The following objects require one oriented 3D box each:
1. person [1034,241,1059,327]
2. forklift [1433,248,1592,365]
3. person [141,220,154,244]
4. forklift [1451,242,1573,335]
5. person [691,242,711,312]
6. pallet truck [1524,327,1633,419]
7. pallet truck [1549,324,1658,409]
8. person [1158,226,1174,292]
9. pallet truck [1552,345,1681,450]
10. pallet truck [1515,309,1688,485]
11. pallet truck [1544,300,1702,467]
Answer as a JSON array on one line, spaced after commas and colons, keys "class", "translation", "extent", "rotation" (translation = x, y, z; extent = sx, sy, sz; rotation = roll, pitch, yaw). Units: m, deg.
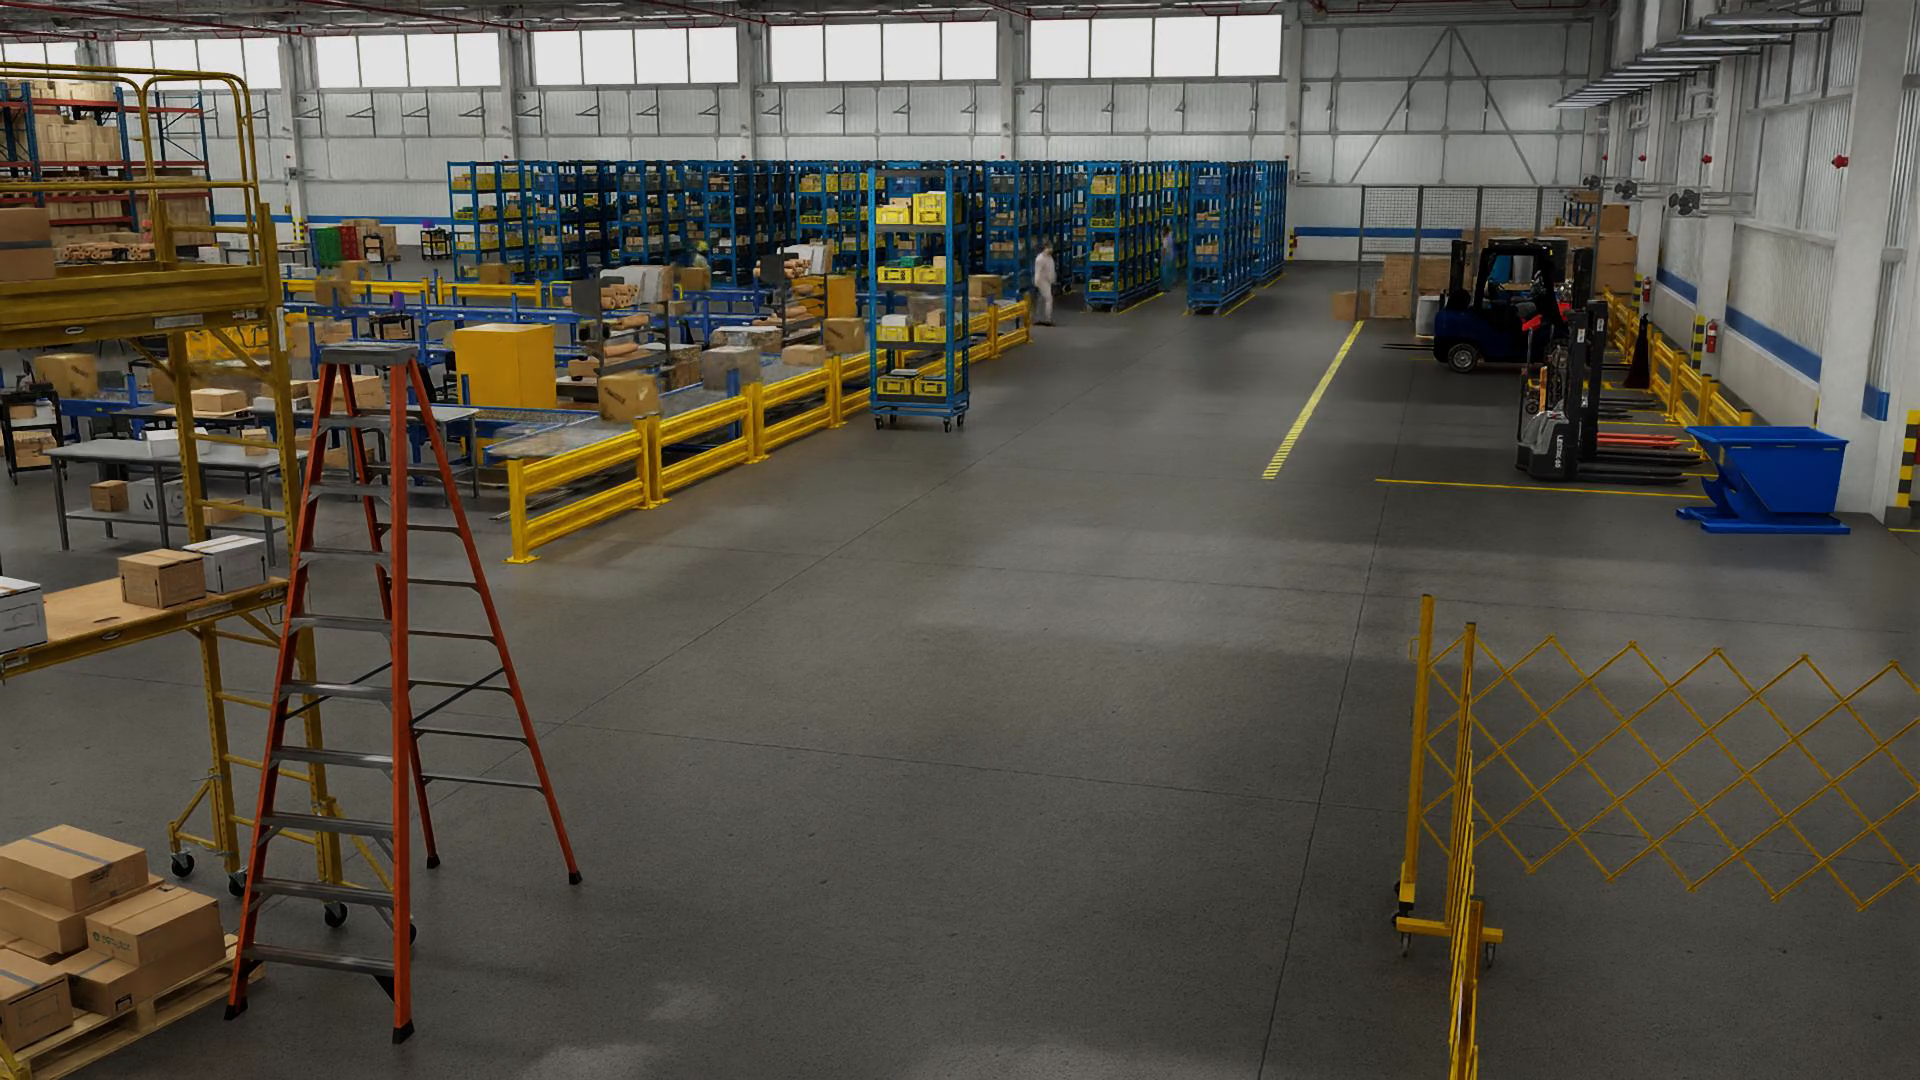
[{"class": "person", "translation": [2.007, -5.712, 37.123], "extent": [0.797, 1.877, 0.654], "rotation": [6, 14, 23]}, {"class": "forklift", "translation": [9.780, -4.111, 29.280], "extent": [2.680, 1.987, 1.157], "rotation": [3, 13, 14]}, {"class": "person", "translation": [-22.739, -8.002, 46.772], "extent": [0.618, 1.990, 0.394], "rotation": [8, 15, 31]}, {"class": "forklift", "translation": [10.464, -4.597, 31.405], "extent": [2.680, 1.987, 1.157], "rotation": [4, 14, 16]}, {"class": "person", "translation": [-6.019, -6.029, 38.713], "extent": [0.623, 1.799, 0.607], "rotation": [0, 13, -1]}, {"class": "pallet truck", "translation": [9.065, -2.460, 24.370], "extent": [1.522, 1.261, 0.704], "rotation": [3, 13, 14]}, {"class": "pallet truck", "translation": [9.824, -2.669, 25.407], "extent": [1.601, 1.201, 0.680], "rotation": [4, 14, 16]}, {"class": "person", "translation": [5.659, -7.810, 46.308], "extent": [0.582, 1.820, 0.612], "rotation": [2, 13, 10]}, {"class": "pallet truck", "translation": [8.641, -1.896, 21.908], "extent": [1.630, 1.274, 0.653], "rotation": [4, 14, 16]}, {"class": "pallet truck", "translation": [7.554, -1.677, 19.446], "extent": [1.885, 1.965, 0.823], "rotation": [3, 13, 14]}, {"class": "pallet truck", "translation": [8.263, -1.952, 20.631], "extent": [1.885, 1.965, 0.823], "rotation": [5, 14, 20]}]
